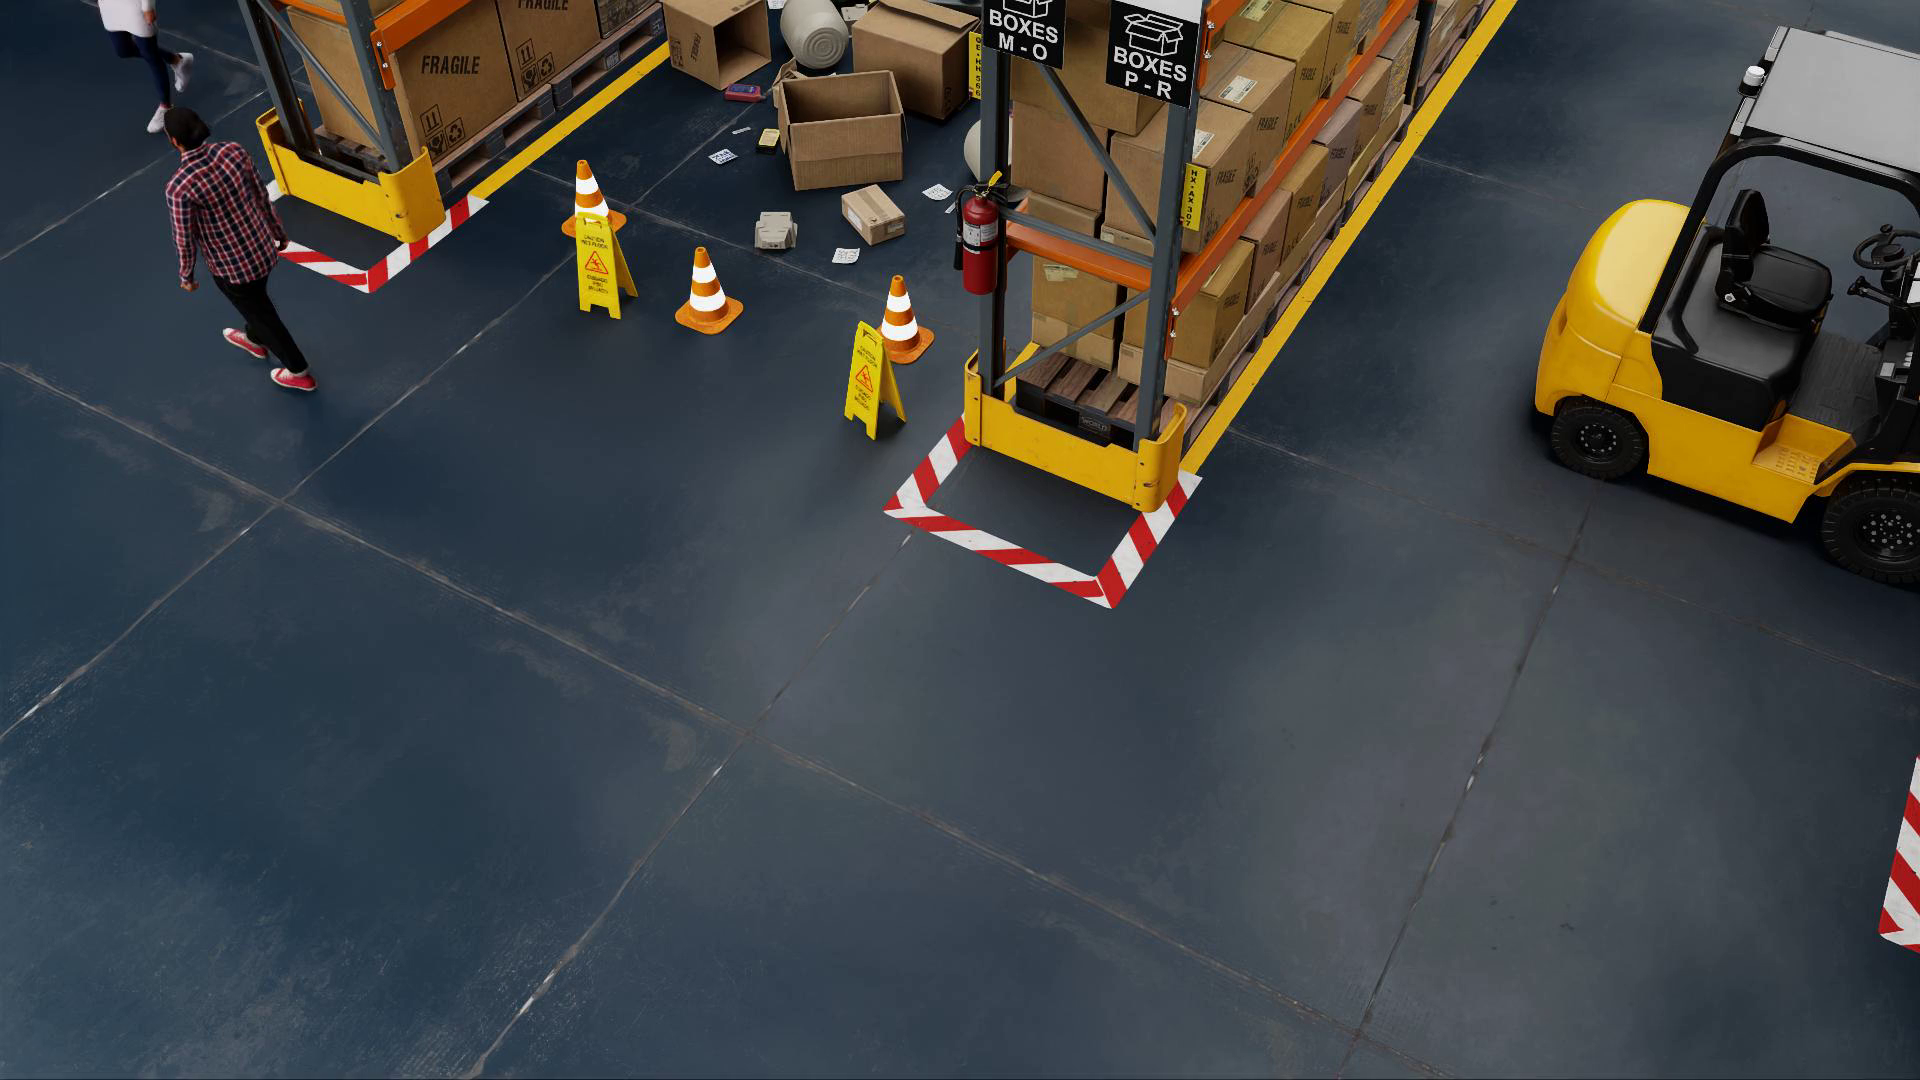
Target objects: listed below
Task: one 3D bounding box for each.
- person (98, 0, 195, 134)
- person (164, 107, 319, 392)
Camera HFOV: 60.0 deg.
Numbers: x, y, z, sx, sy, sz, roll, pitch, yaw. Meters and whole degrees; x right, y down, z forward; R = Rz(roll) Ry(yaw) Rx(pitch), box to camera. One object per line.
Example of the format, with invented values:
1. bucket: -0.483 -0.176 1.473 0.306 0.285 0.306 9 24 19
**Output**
1. person: -5.269 -3.496 10.599 0.711 1.768 0.861 15 49 13
2. person: -3.736 -1.479 8.754 0.855 1.740 0.928 17 50 15
